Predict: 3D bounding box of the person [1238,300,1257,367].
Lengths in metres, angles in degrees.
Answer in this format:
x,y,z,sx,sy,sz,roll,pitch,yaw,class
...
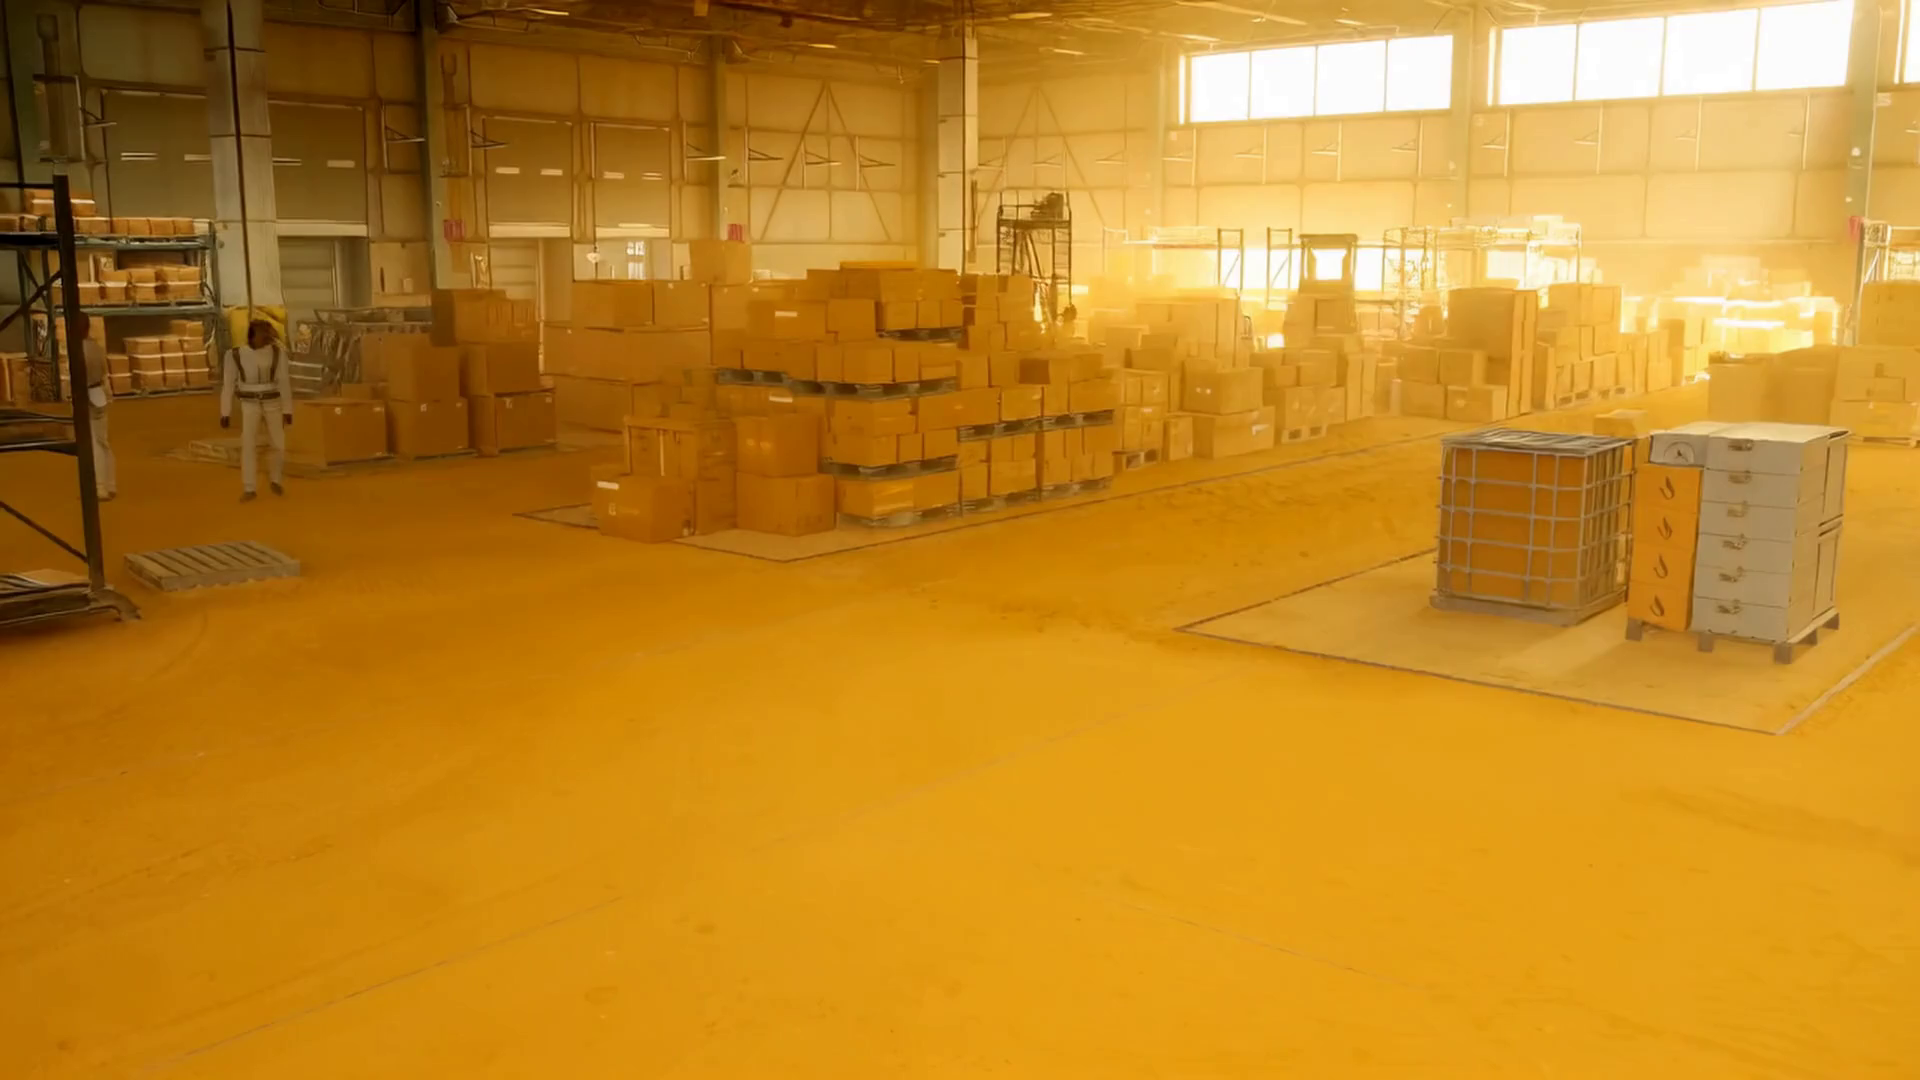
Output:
x,y,z,sx,sy,sz,roll,pitch,yaw,class
5.101,-3.487,29.795,0.371,1.625,0.548,-5,11,-28,person

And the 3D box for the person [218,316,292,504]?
x,y,z,sx,sy,sz,roll,pitch,yaw,class
-7.095,-1.307,16.730,0.717,1.872,0.457,-3,10,-17,person

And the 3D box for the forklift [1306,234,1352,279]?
x,y,z,sx,sy,sz,roll,pitch,yaw,class
7.398,-4.757,33.478,1.129,2.768,1.873,3,10,15,forklift

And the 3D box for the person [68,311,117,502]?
x,y,z,sx,sy,sz,roll,pitch,yaw,class
-8.751,-1.339,16.749,0.391,1.920,0.587,-1,10,-4,person

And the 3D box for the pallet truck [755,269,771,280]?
x,y,z,sx,sy,sz,roll,pitch,yaw,class
-4.996,-6.432,45.525,1.885,1.965,0.823,-6,12,-32,pallet truck

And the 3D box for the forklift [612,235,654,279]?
x,y,z,sx,sy,sz,roll,pitch,yaw,class
-7.300,-5.450,37.421,1.873,2.768,1.129,8,13,40,forklift

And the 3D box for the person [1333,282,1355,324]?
x,y,z,sx,sy,sz,roll,pitch,yaw,class
7.466,-4.155,32.881,0.652,1.882,1.008,-2,10,-9,person
